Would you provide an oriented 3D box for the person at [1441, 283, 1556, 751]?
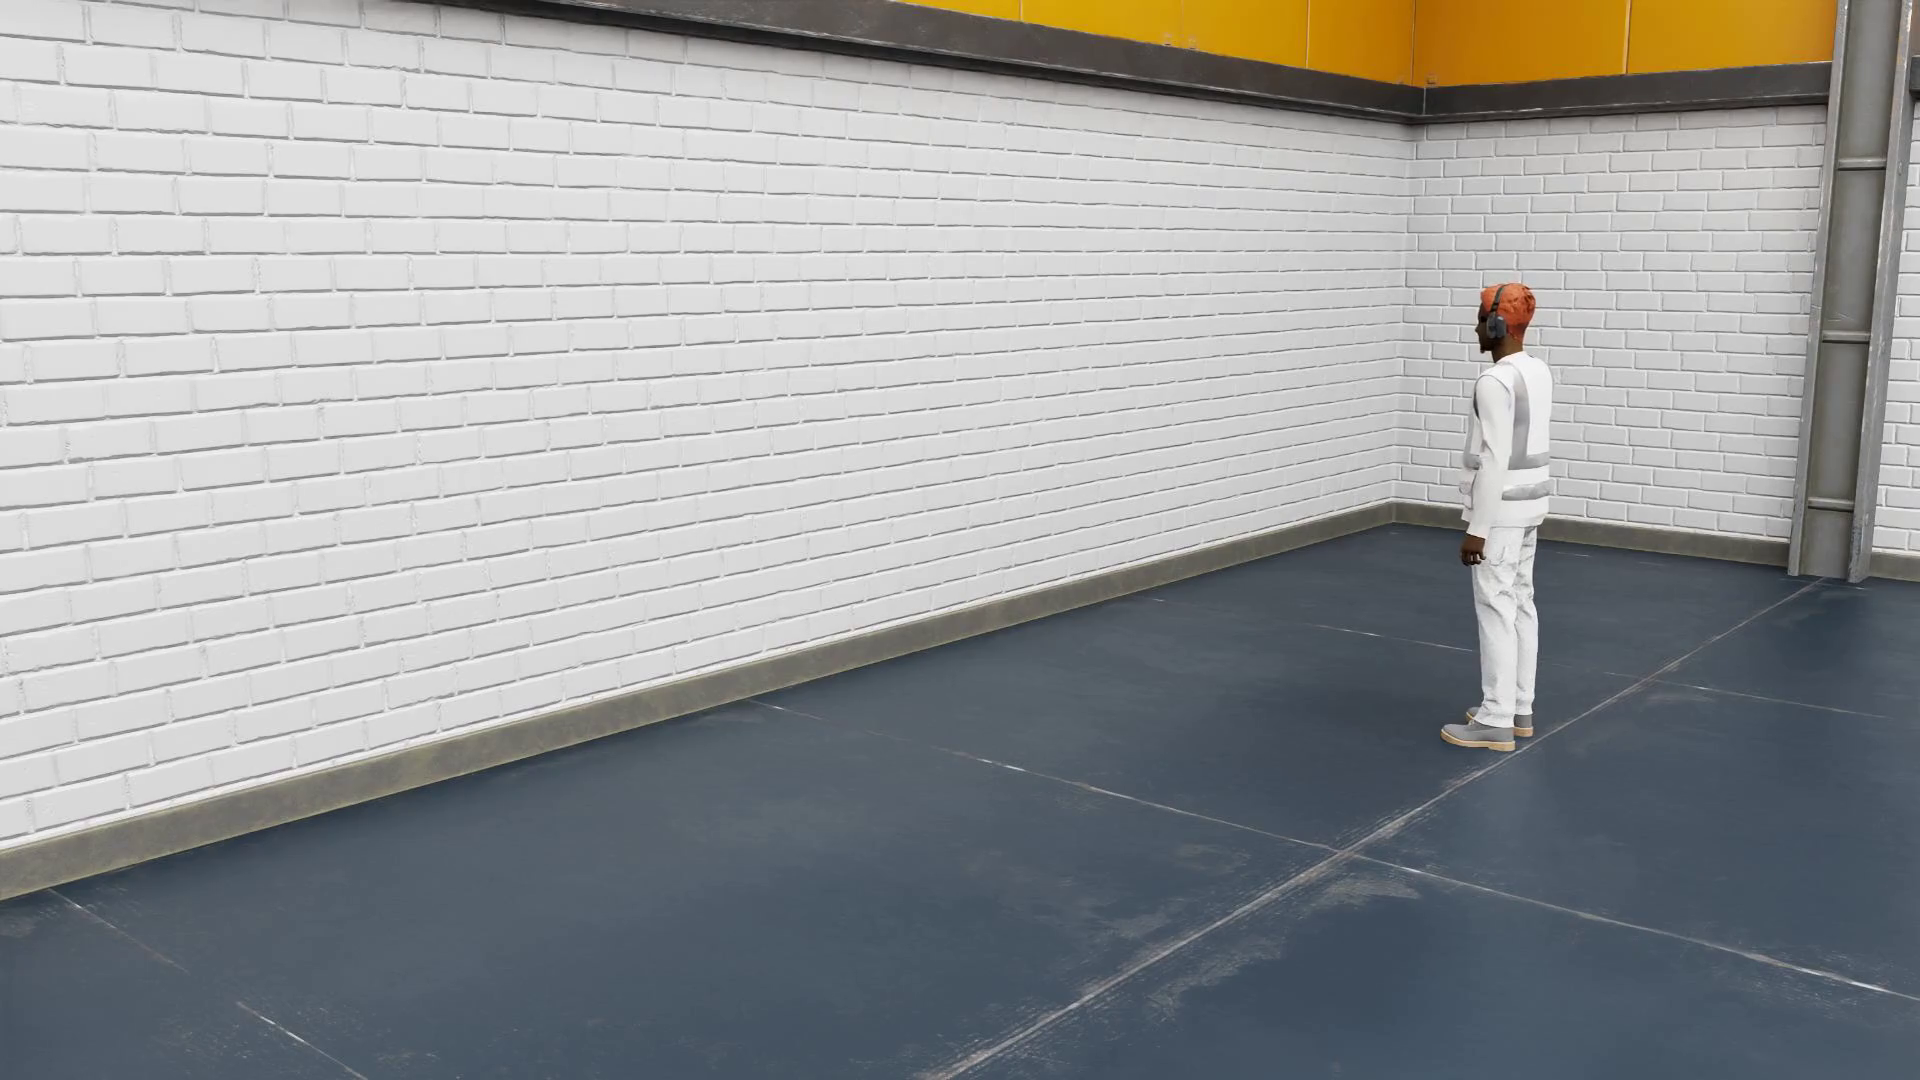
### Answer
[{"bbox_3d":[2.196,-0.091,6.742,0.337,1.882,0.585,8,13,38],"label":"person"}]
